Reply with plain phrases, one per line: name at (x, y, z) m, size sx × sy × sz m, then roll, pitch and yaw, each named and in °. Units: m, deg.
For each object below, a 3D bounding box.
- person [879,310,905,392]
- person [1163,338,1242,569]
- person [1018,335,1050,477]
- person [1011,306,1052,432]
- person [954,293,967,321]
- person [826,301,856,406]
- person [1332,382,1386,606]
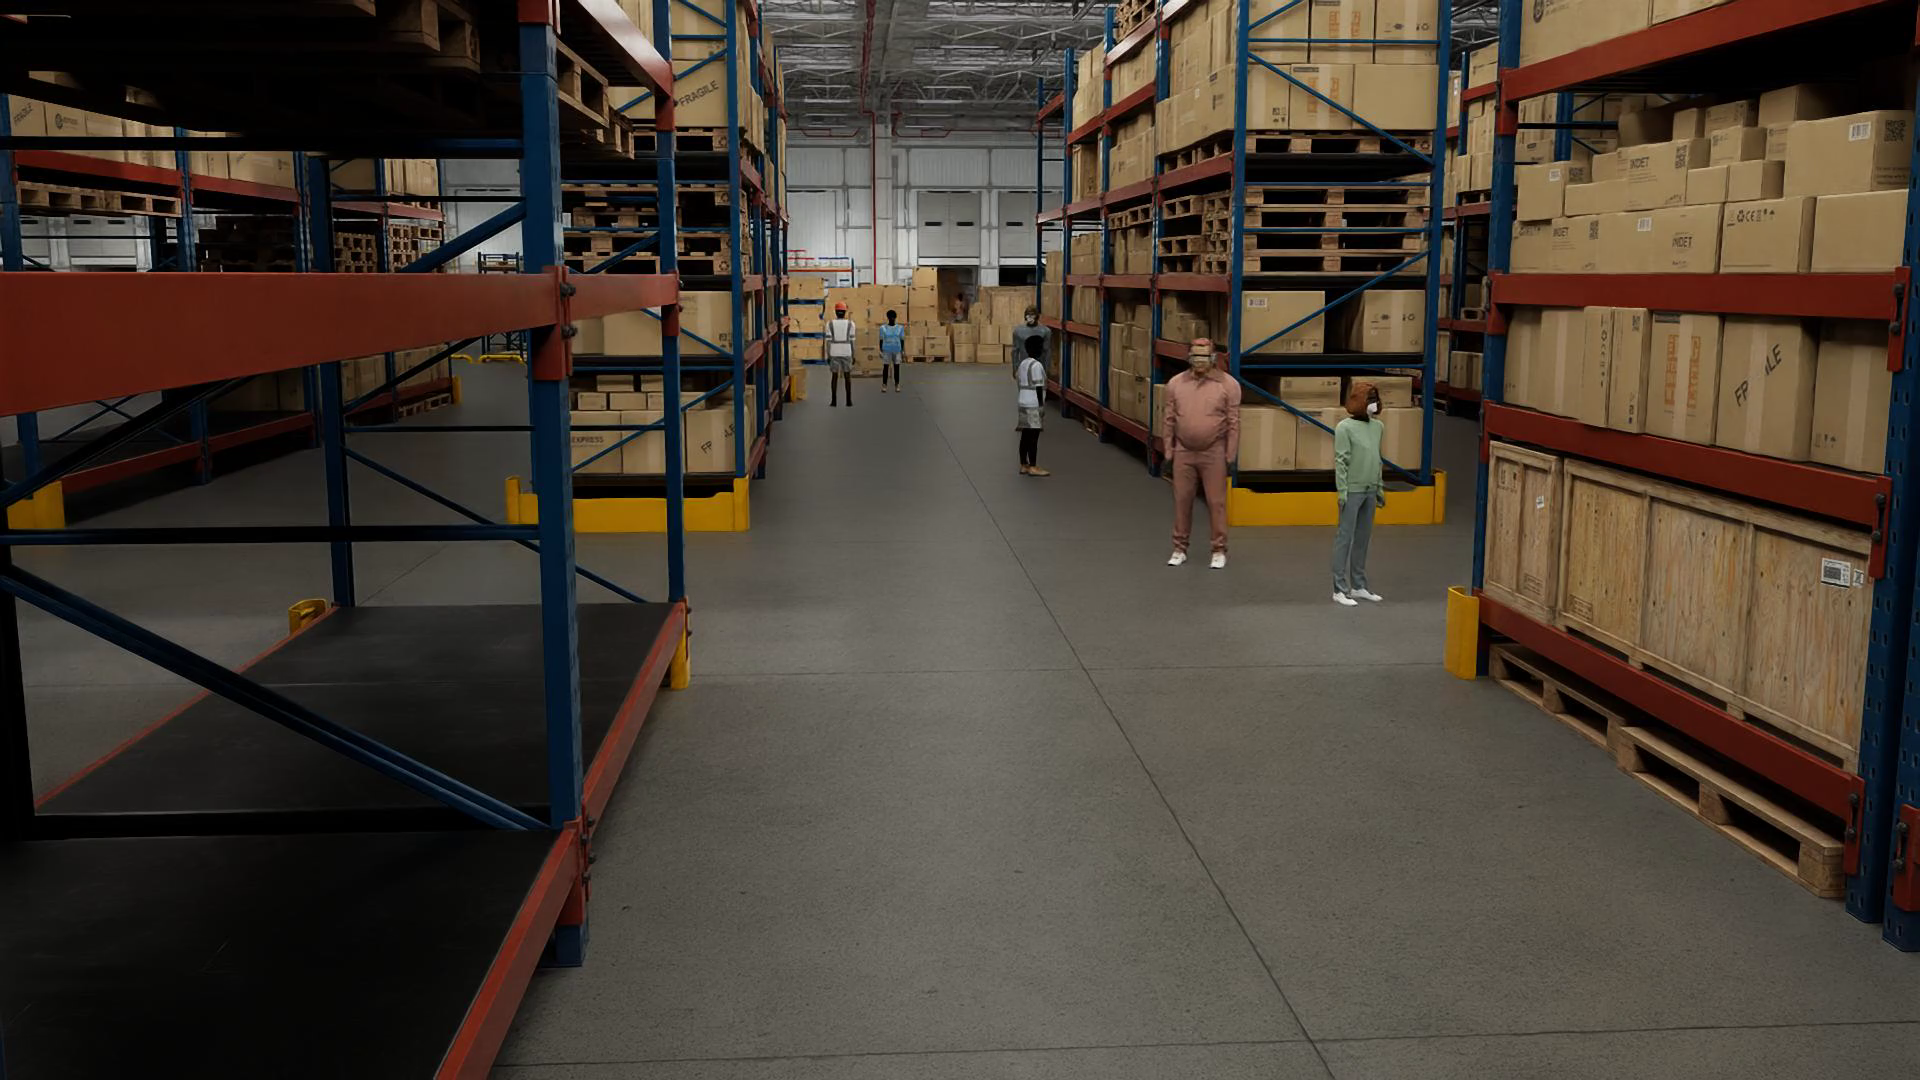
person at (-1.401, -3.869, 34.127) m, size 0.540 × 1.695 × 0.318 m, roll -1°, pitch 9°, yaw -6°
person at (1.977, -0.708, 13.667) m, size 0.649 × 1.899 × 0.399 m, roll 4°, pitch 10°, yaw 24°
person at (0.873, -1.607, 19.924) m, size 0.318 × 1.698 × 0.534 m, roll -4°, pitch 10°, yaw -22°
person at (1.101, -2.634, 25.617) m, size 0.630 × 1.940 × 0.372 m, roll 2°, pitch 9°, yaw 10°
person at (0.069, -9.019, 66.499) m, size 0.545 × 1.666 × 0.782 m, roll -8°, pitch 12°, yaw -42°
person at (-2.181, -3.411, 30.534) m, size 0.545 × 1.929 × 0.384 m, roll 0°, pitch 9°, yaw -2°
person at (2.926, -0.340, 12.170) m, size 0.500 × 1.633 × 0.282 m, roll -7°, pitch 12°, yaw -38°
